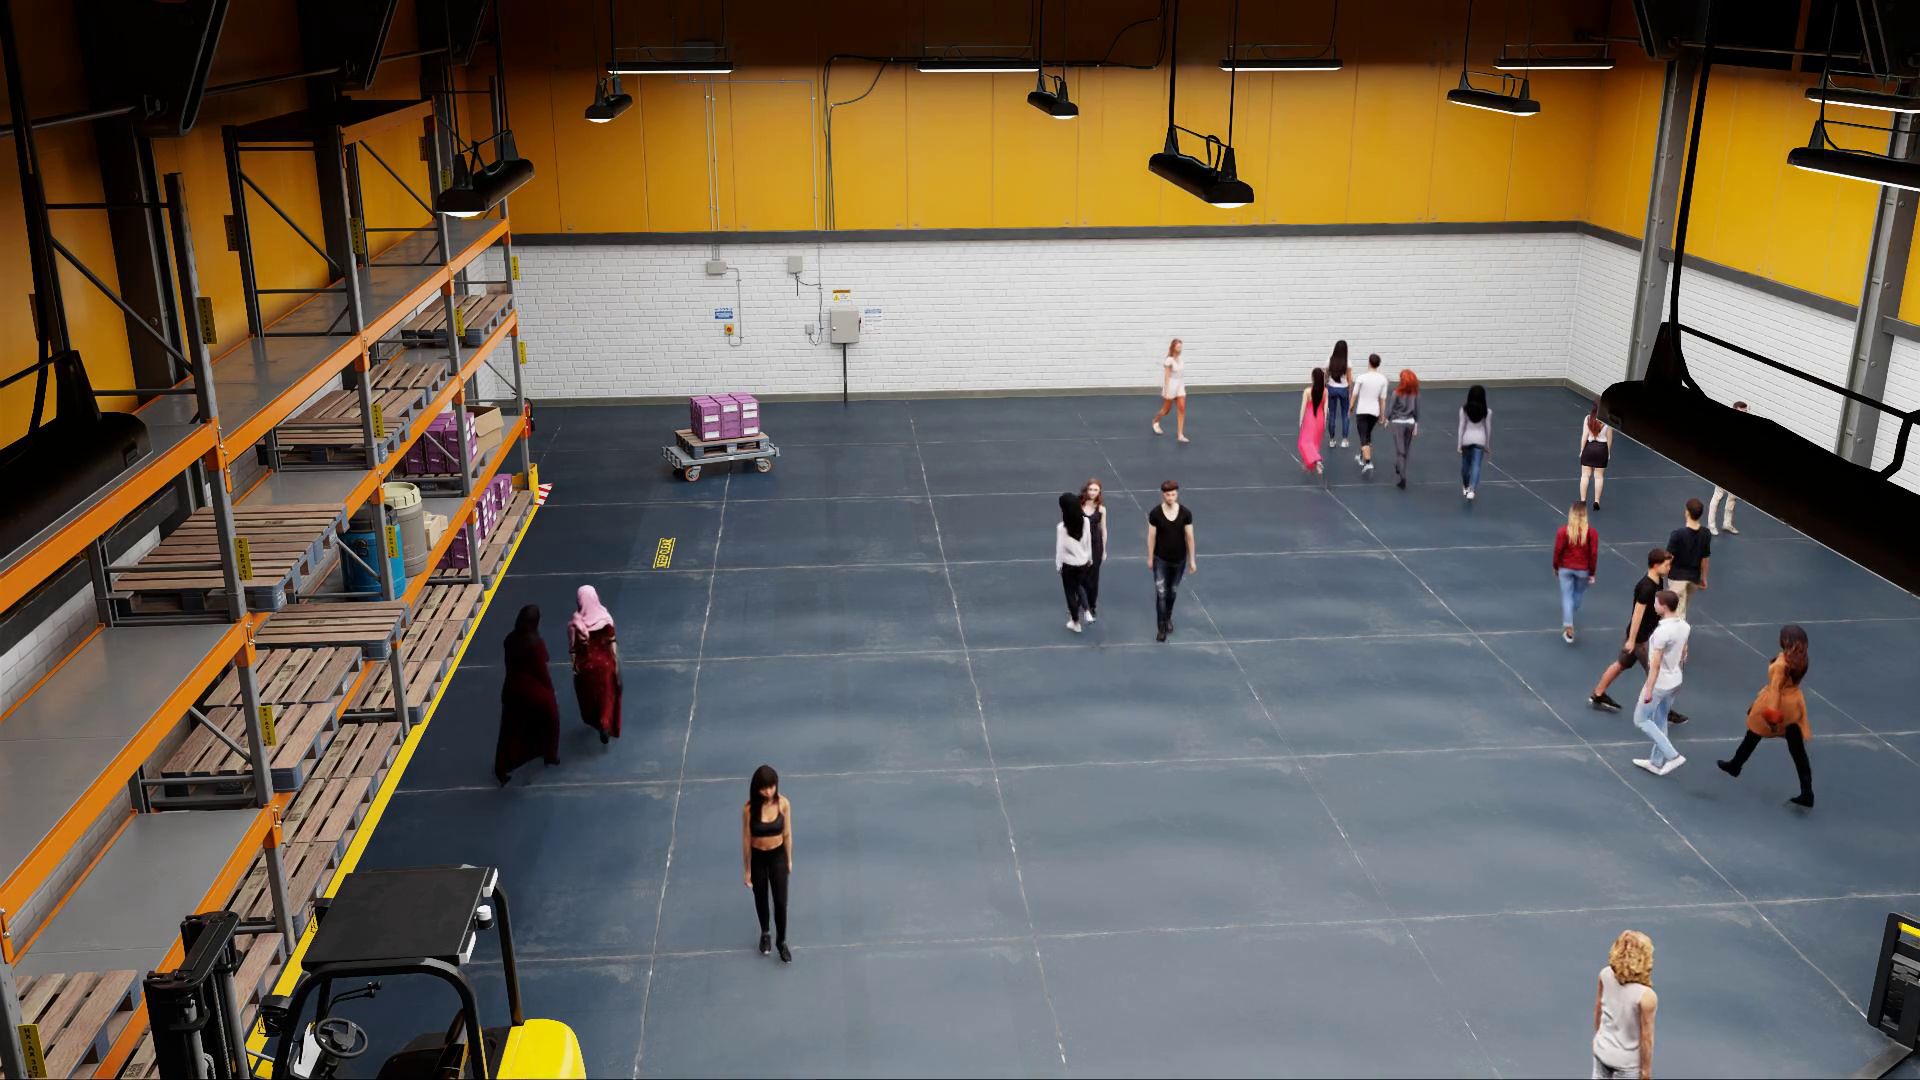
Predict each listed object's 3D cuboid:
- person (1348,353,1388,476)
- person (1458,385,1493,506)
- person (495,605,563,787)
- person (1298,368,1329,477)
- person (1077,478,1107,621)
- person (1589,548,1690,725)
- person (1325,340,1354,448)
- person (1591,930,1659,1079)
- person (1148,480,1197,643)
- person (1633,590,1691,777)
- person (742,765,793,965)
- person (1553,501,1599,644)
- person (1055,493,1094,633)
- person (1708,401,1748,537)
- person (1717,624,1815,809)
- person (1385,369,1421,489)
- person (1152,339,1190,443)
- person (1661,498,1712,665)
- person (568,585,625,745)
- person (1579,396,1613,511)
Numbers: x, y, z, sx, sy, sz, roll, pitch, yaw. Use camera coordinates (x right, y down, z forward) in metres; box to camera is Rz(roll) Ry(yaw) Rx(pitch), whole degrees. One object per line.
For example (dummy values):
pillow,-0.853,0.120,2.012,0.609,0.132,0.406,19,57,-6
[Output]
person,6.259,-1.907,25.444,0.668,1.822,1.198,-3,19,-8
person,7.405,-1.344,23.968,0.943,1.699,1.242,6,20,18
person,-4.083,1.502,15.520,0.952,1.698,1.049,9,21,24
person,5.366,-1.731,25.105,0.692,1.705,1.004,-4,19,-13
person,1.509,0.065,19.759,0.717,1.715,0.891,5,19,14
person,6.862,0.954,16.969,1.190,1.810,1.254,10,21,28
person,6.081,-2.345,26.828,0.701,1.770,0.716,8,20,21
person,4.144,3.213,10.478,0.721,1.671,0.595,-9,21,-24
person,2.414,0.200,19.138,0.773,1.855,1.166,0,19,1
person,6.692,1.388,15.641,0.892,1.835,0.962,-14,23,-36
person,-1.506,2.438,12.853,0.566,1.625,0.689,-3,19,-9
person,7.009,0.399,18.968,0.774,1.587,1.120,3,19,9
person,1.352,0.299,19.115,0.774,1.681,0.805,-9,21,-25
person,10.530,-0.994,22.695,0.672,1.848,0.576,-4,19,-11
person,7.585,1.639,15.172,1.015,1.660,1.329,-9,21,-25
person,6.607,-1.616,24.736,0.571,1.723,1.092,-1,19,-4
person,3.470,-2.482,27.395,0.927,1.667,1.167,-12,22,-31
person,8.048,0.479,18.343,0.755,1.834,0.998,-4,19,-12
person,-3.594,1.242,16.425,0.720,1.612,1.032,-4,19,-11
person,9.053,-1.236,23.724,0.635,1.649,0.638,6,20,18
